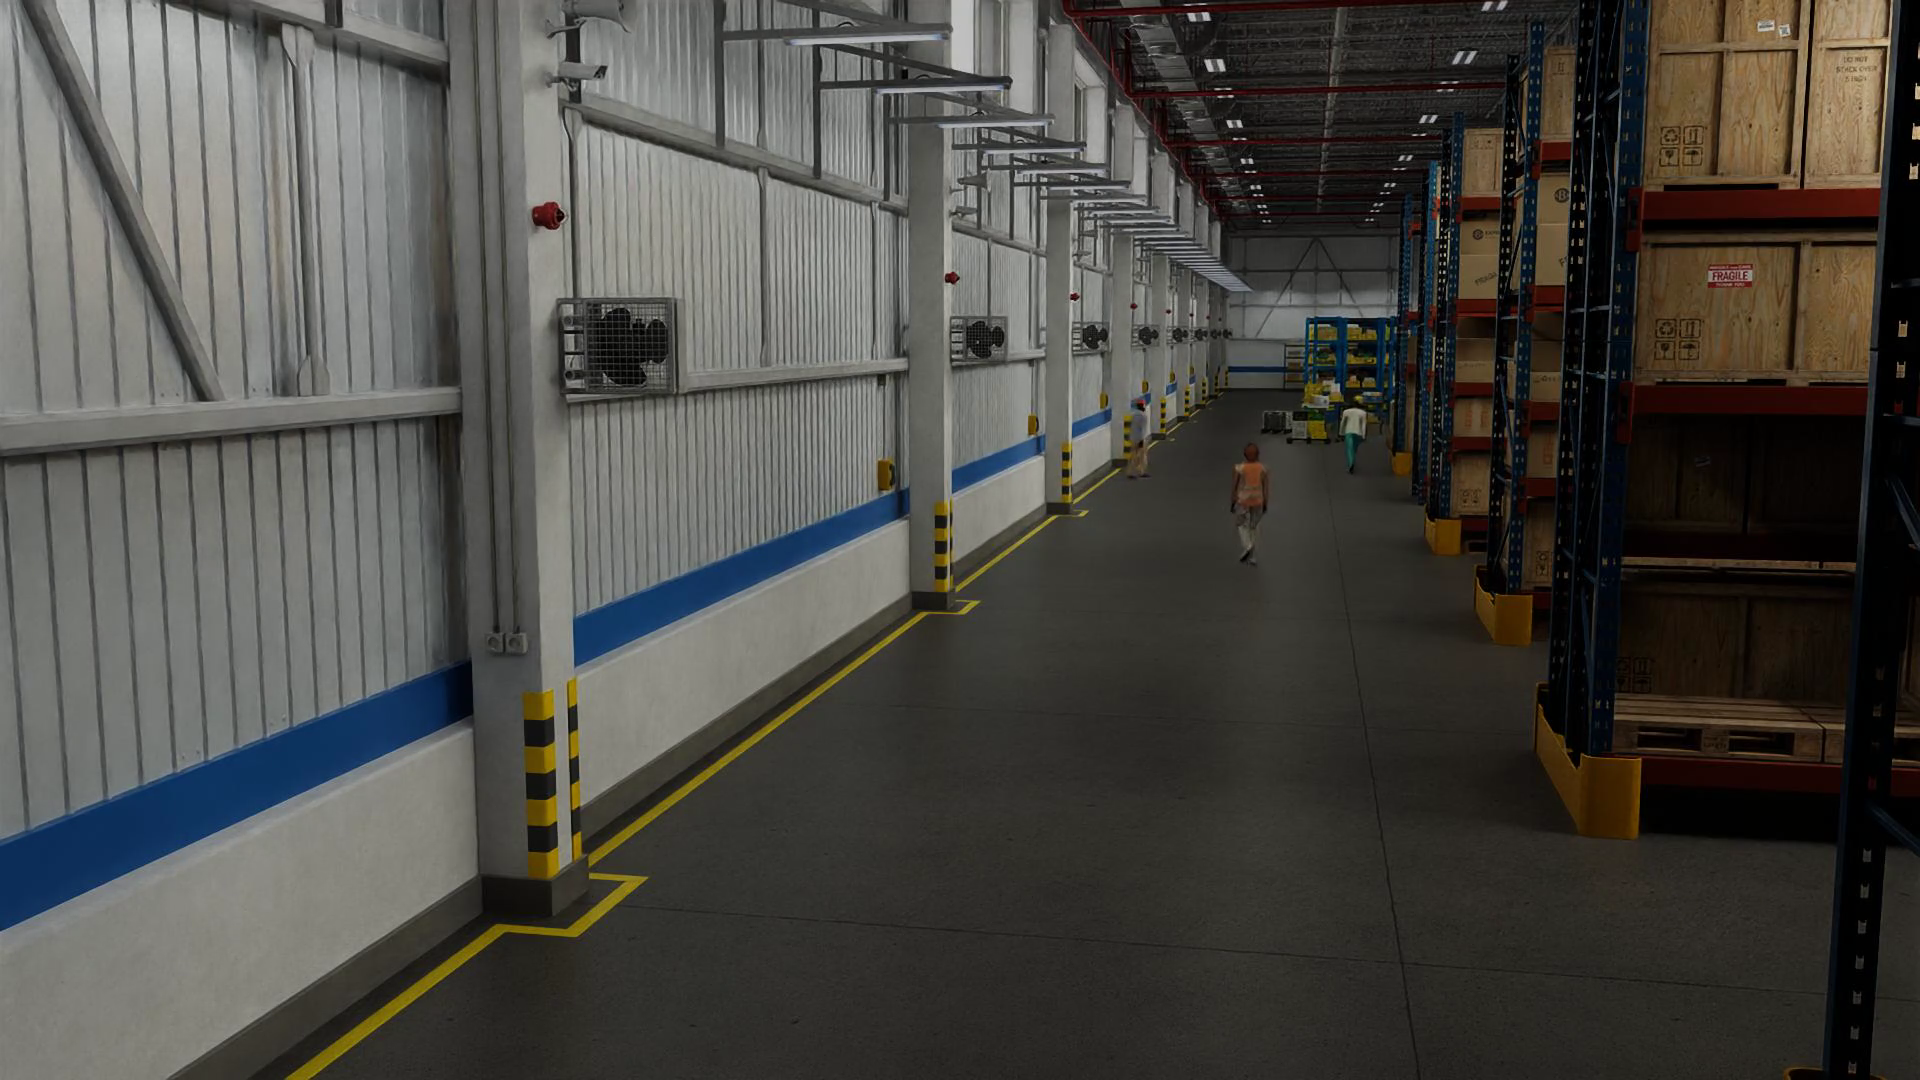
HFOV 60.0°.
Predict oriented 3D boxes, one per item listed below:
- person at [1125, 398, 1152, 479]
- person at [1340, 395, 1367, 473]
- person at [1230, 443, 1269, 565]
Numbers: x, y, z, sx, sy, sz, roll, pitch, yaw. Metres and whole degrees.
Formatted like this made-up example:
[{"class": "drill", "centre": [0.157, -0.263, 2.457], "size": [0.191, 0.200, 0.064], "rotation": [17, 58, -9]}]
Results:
[{"class": "person", "centre": [3.761, -2.123, 35.024], "size": [0.701, 1.707, 0.581], "rotation": [-5, 9, -35]}, {"class": "person", "centre": [8.637, -2.307, 36.444], "size": [0.563, 1.725, 0.734], "rotation": [0, 7, 4]}, {"class": "person", "centre": [3.868, -0.480, 22.217], "size": [0.538, 1.623, 0.375], "rotation": [-1, 7, -7]}]
